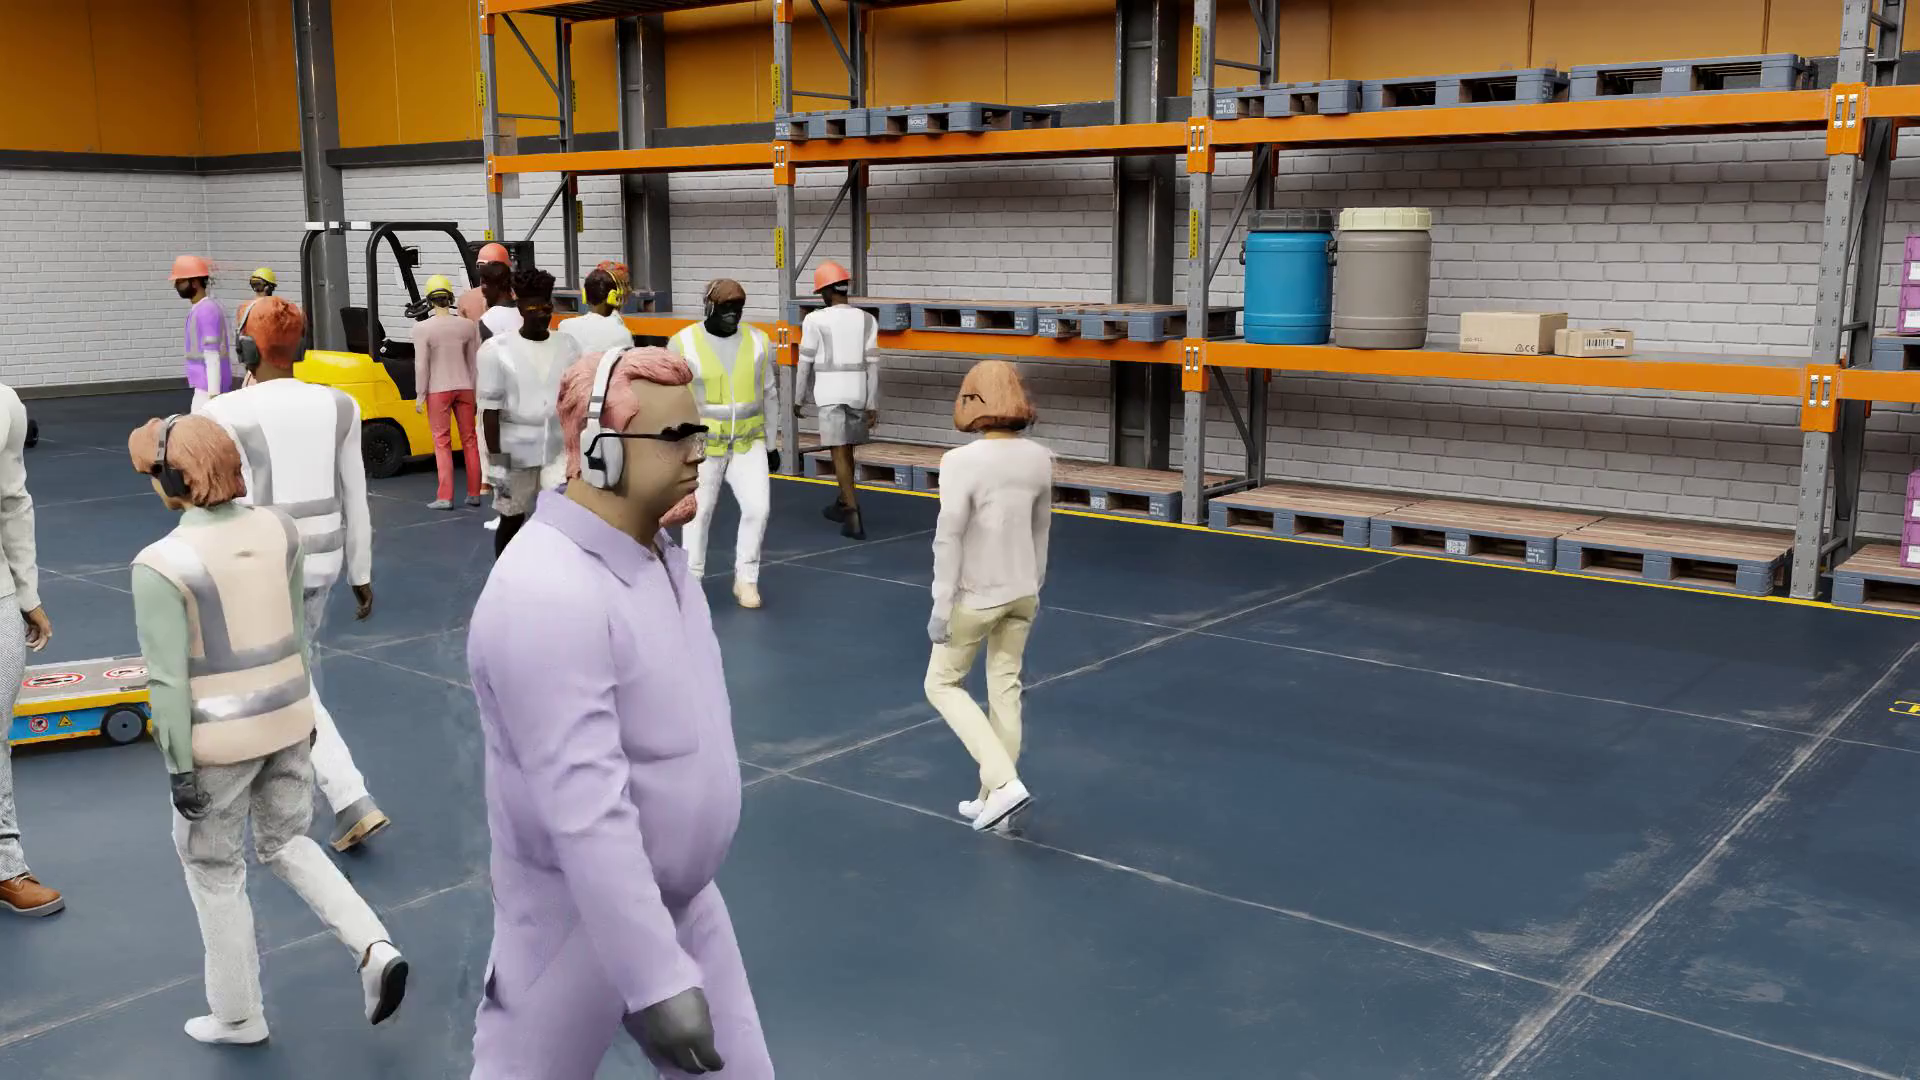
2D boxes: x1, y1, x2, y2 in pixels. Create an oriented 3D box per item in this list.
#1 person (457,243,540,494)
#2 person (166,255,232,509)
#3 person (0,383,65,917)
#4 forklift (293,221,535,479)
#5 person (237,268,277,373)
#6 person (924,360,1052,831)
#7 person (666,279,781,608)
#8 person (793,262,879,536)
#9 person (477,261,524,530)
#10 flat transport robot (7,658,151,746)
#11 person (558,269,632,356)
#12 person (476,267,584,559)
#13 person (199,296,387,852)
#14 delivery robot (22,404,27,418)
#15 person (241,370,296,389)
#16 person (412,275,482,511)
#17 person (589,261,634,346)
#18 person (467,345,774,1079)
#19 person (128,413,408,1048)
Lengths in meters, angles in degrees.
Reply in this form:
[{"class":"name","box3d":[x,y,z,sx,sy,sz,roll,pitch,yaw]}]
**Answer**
[{"class":"person","box3d":[-3.672,-1.351,13.240,0.610,1.996,0.378,2,10,10]},{"class":"person","box3d":[-5.597,-1.183,12.522,0.587,1.915,0.554,-6,12,-28]},{"class":"person","box3d":[-2.940,0.201,4.803,0.372,1.940,0.630,5,11,26]},{"class":"forklift","box3d":[-4.922,-1.741,14.854,1.214,2.155,2.313,8,13,38]},{"class":"person","box3d":[-6.651,-1.730,16.003,0.524,1.760,0.327,1,10,4]},{"class":"person","box3d":[0.107,0.206,5.630,0.531,1.620,0.370,-9,14,-41]},{"class":"person","box3d":[-1.291,-0.504,9.066,0.661,1.809,0.631,-4,11,-22]},{"class":"person","box3d":[-0.826,-0.985,11.559,0.544,1.880,0.951,-6,12,-30]},{"class":"person","box3d":[-3.000,-0.969,11.428,0.763,1.885,0.617,6,12,29]},{"class":"flat transport robot","box3d":[-3.784,0.677,6.784,1.431,0.197,0.652,-6,12,-29]},{"class":"person","box3d":[-2.290,-0.708,10.113,0.769,1.845,0.535,2,11,13]},{"class":"person","box3d":[-2.247,-0.477,8.739,0.599,1.903,1.048,-7,12,-34]},{"class":"person","box3d":[-2.238,0.108,5.584,0.935,1.849,0.584,7,13,35]},{"class":"delivery robot","box3d":[-9.268,-1.172,15.985,0.477,0.478,0.707,-2,10,-9]},{"class":"person","box3d":[-3.599,-0.360,8.731,0.314,1.642,0.514,-9,13,-40]},{"class":"person","box3d":[-3.861,-1.102,12.510,0.329,1.765,0.525,10,14,44]},{"class":"person","box3d":[-2.346,-0.926,11.195,0.337,1.882,0.583,-4,11,-21]},{"class":"person","box3d":[-0.543,0.611,2.776,1.021,1.853,0.656,2,10,11]},{"class":"person","box3d":[-1.702,0.495,4.047,0.547,1.617,0.527,5,11,24]}]
